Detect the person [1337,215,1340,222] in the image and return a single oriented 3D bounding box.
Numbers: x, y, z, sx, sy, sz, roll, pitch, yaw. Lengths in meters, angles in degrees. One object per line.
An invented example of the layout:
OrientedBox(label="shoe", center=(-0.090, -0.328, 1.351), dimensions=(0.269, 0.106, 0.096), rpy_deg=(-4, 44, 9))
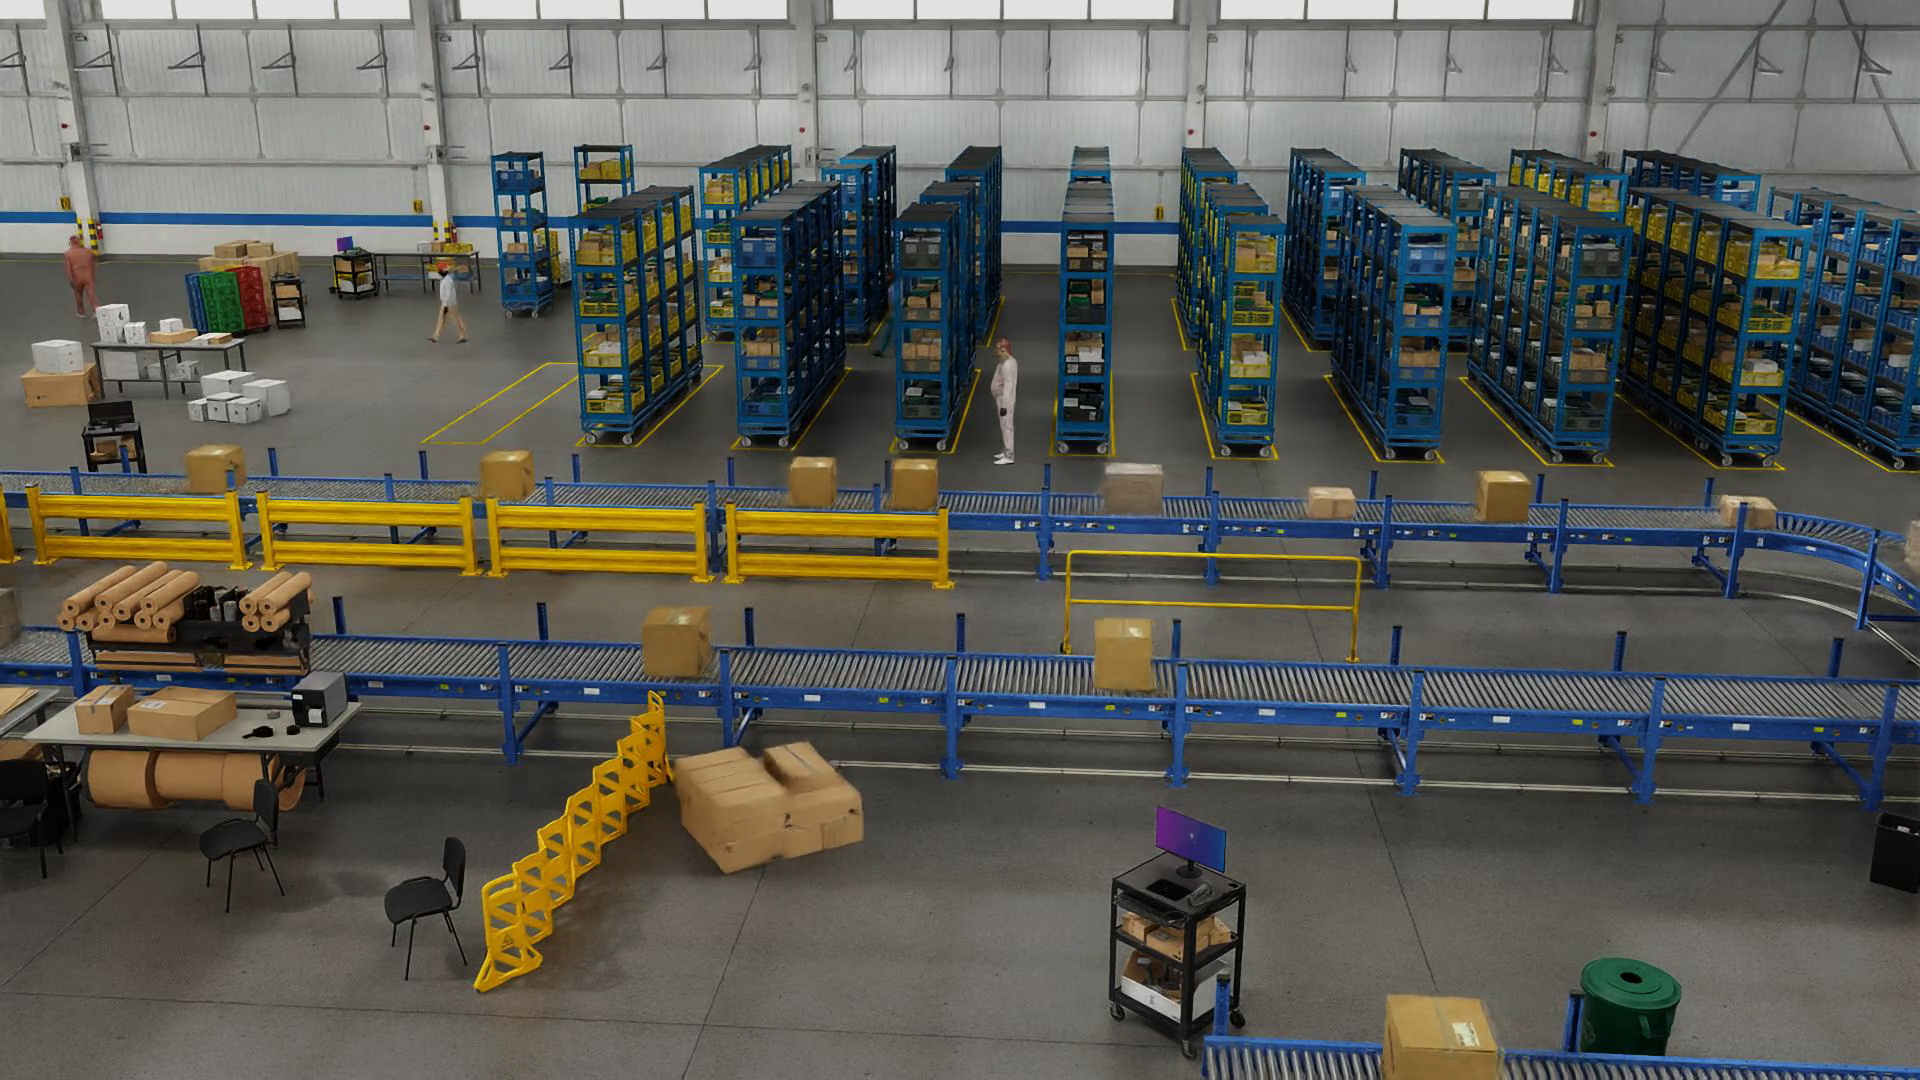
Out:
OrientedBox(label="person", center=(9.408, -7.263, 41.641), dimensions=(0.417, 1.818, 0.599), rpy_deg=(-3, 18, -8))

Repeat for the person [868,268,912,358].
OrientedBox(label="person", center=(-1.314, -4.449, 32.753), dimensions=(0.968, 1.784, 0.567), rpy_deg=(-4, 18, -13))

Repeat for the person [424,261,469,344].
OrientedBox(label="person", center=(-10.596, -4.869, 34.208), dimensions=(0.883, 1.700, 0.590), rpy_deg=(-11, 20, -30))

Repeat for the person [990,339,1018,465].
OrientedBox(label="person", center=(0.659, -2.092, 25.079), dimensions=(0.403, 1.906, 0.651), rpy_deg=(1, 18, 4))

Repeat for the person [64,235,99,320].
OrientedBox(label="person", center=(-19.552, -5.843, 37.061), dimensions=(0.622, 1.863, 0.983), rpy_deg=(-14, 22, -37))
